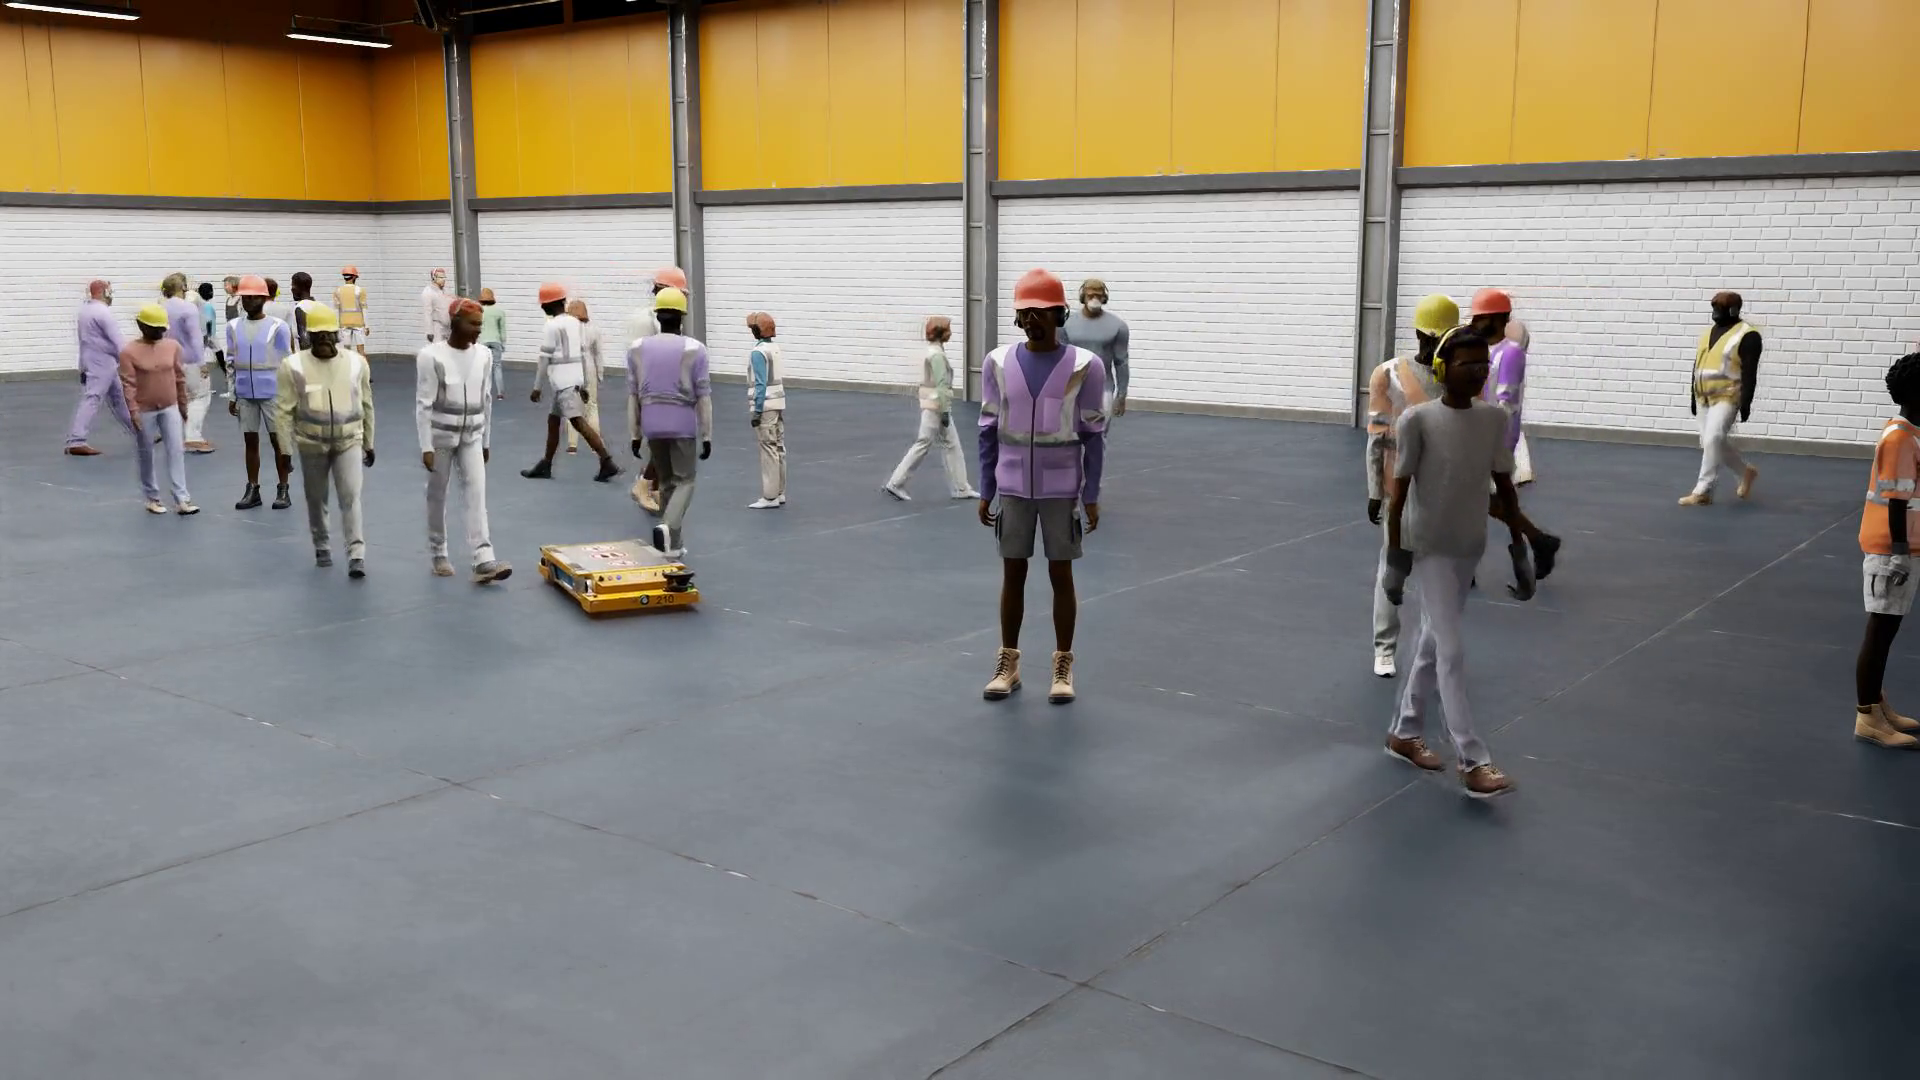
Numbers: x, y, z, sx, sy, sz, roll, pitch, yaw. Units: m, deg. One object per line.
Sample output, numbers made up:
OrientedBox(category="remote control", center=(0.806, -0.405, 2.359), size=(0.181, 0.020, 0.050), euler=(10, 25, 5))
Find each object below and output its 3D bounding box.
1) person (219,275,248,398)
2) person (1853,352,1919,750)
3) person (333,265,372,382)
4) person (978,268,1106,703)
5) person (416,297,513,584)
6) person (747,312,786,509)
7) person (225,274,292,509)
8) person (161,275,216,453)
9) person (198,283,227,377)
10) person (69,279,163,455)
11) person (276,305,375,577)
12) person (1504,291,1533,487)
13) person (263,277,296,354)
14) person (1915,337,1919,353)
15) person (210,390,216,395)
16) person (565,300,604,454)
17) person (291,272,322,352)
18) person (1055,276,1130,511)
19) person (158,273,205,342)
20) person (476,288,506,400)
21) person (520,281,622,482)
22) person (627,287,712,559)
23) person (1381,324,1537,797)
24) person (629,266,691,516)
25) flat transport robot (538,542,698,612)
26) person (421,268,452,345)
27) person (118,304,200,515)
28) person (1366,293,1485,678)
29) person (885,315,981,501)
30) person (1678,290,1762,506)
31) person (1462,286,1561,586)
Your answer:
OrientedBox(category="person", center=(-10.638, -3.026, 24.722), size=(0.507, 1.814, 0.912), euler=(7, 12, 36))
OrientedBox(category="person", center=(4.060, 0.039, 7.182), size=(0.318, 1.697, 0.535), euler=(6, 12, 32))
OrientedBox(category="person", center=(-9.971, -3.534, 27.308), size=(0.543, 1.928, 0.374), euler=(0, 10, -3))
OrientedBox(category="person", center=(0.372, -0.247, 7.833), size=(0.605, 2.044, 0.375), euler=(3, 10, 14))
OrientedBox(category="person", center=(-3.207, -0.633, 10.687), size=(0.587, 1.820, 0.972), euler=(-8, 13, -41))
OrientedBox(category="person", center=(-1.610, -1.076, 13.845), size=(0.315, 1.636, 0.515), euler=(2, 10, 11))
OrientedBox(category="person", center=(-5.807, -1.218, 13.786), size=(0.545, 1.942, 0.354), euler=(0, 10, 0))
OrientedBox(category="person", center=(-8.238, -1.858, 17.687), size=(0.737, 1.890, 0.413), euler=(6, 12, 33))
OrientedBox(category="person", center=(-12.128, -3.323, 26.875), size=(0.533, 1.644, 0.875), euler=(9, 13, 42))
OrientedBox(category="person", center=(-9.023, -1.835, 17.653), size=(1.037, 1.838, 0.660), euler=(-8, 12, -38))
OrientedBox(category="person", center=(-4.181, -0.657, 10.993), size=(0.621, 1.780, 0.946), euler=(-5, 11, -26))
OrientedBox(category="person", center=(4.921, -1.390, 15.220), size=(0.635, 1.798, 0.978), euler=(-4, 10, -21))
OrientedBox(category="person", center=(-8.128, -2.186, 19.714), size=(0.524, 1.853, 0.696), euler=(-4, 11, -24))
OrientedBox(category="person", center=(7.199, -0.919, 12.224), size=(0.399, 1.888, 0.666), euler=(8, 13, 40))
OrientedBox(category="person", center=(-11.322, -2.899, 24.179), size=(0.881, 1.726, 0.536), euler=(-6, 11, -29))
OrientedBox(category="person", center=(-4.027, -1.723, 17.619), size=(0.505, 1.633, 0.279), euler=(-4, 10, -21))
OrientedBox(category="person", center=(-7.155, -1.993, 18.365), size=(0.372, 1.916, 0.597), euler=(-1, 10, -4))
OrientedBox(category="person", center=(1.077, -1.204, 13.743), size=(0.652, 1.928, 0.465), euler=(1, 10, 4))
OrientedBox(category="person", center=(-11.674, -3.092, 25.008), size=(0.621, 1.837, 0.429), euler=(-2, 10, -13))
OrientedBox(category="person", center=(-6.841, -2.837, 24.125), size=(0.512, 1.628, 0.277), euler=(-5, 11, -28))
OrientedBox(category="person", center=(-3.623, -1.466, 15.467), size=(1.046, 1.884, 0.534), euler=(2, 10, 13))
OrientedBox(category="person", center=(-1.977, -0.755, 11.246), size=(0.591, 1.890, 0.807), euler=(2, 10, 10))
OrientedBox(category="person", center=(2.007, 0.083, 6.523), size=(0.540, 1.827, 0.931), euler=(-4, 10, -22))
OrientedBox(category="person", center=(-2.360, -1.176, 13.318), size=(0.427, 2.016, 0.632), euler=(3, 10, 18))
OrientedBox(category="flat transport robot", center=(-2.159, 0.201, 10.379), size=(0.652, 0.197, 1.431), euler=(-5, 11, -26))
OrientedBox(category="person", center=(-8.065, -3.259, 25.800), size=(0.404, 1.900, 0.639), euler=(2, 10, 11))
OrientedBox(category="person", center=(-6.413, -1.031, 13.339), size=(0.844, 1.702, 0.538), euler=(9, 13, 44))
OrientedBox(category="person", center=(2.321, -0.265, 8.307), size=(0.585, 1.918, 0.378), euler=(-1, 10, -3))
OrientedBox(category="person", center=(-0.238, -1.122, 14.219), size=(0.849, 1.599, 0.530), euler=(0, 10, -1))
OrientedBox(category="person", center=(6.466, -1.199, 14.044), size=(0.817, 1.815, 0.636), euler=(-3, 10, -17))
OrientedBox(category="person", center=(3.400, -0.630, 10.443), size=(0.723, 1.916, 0.556), euler=(-2, 10, -10))
